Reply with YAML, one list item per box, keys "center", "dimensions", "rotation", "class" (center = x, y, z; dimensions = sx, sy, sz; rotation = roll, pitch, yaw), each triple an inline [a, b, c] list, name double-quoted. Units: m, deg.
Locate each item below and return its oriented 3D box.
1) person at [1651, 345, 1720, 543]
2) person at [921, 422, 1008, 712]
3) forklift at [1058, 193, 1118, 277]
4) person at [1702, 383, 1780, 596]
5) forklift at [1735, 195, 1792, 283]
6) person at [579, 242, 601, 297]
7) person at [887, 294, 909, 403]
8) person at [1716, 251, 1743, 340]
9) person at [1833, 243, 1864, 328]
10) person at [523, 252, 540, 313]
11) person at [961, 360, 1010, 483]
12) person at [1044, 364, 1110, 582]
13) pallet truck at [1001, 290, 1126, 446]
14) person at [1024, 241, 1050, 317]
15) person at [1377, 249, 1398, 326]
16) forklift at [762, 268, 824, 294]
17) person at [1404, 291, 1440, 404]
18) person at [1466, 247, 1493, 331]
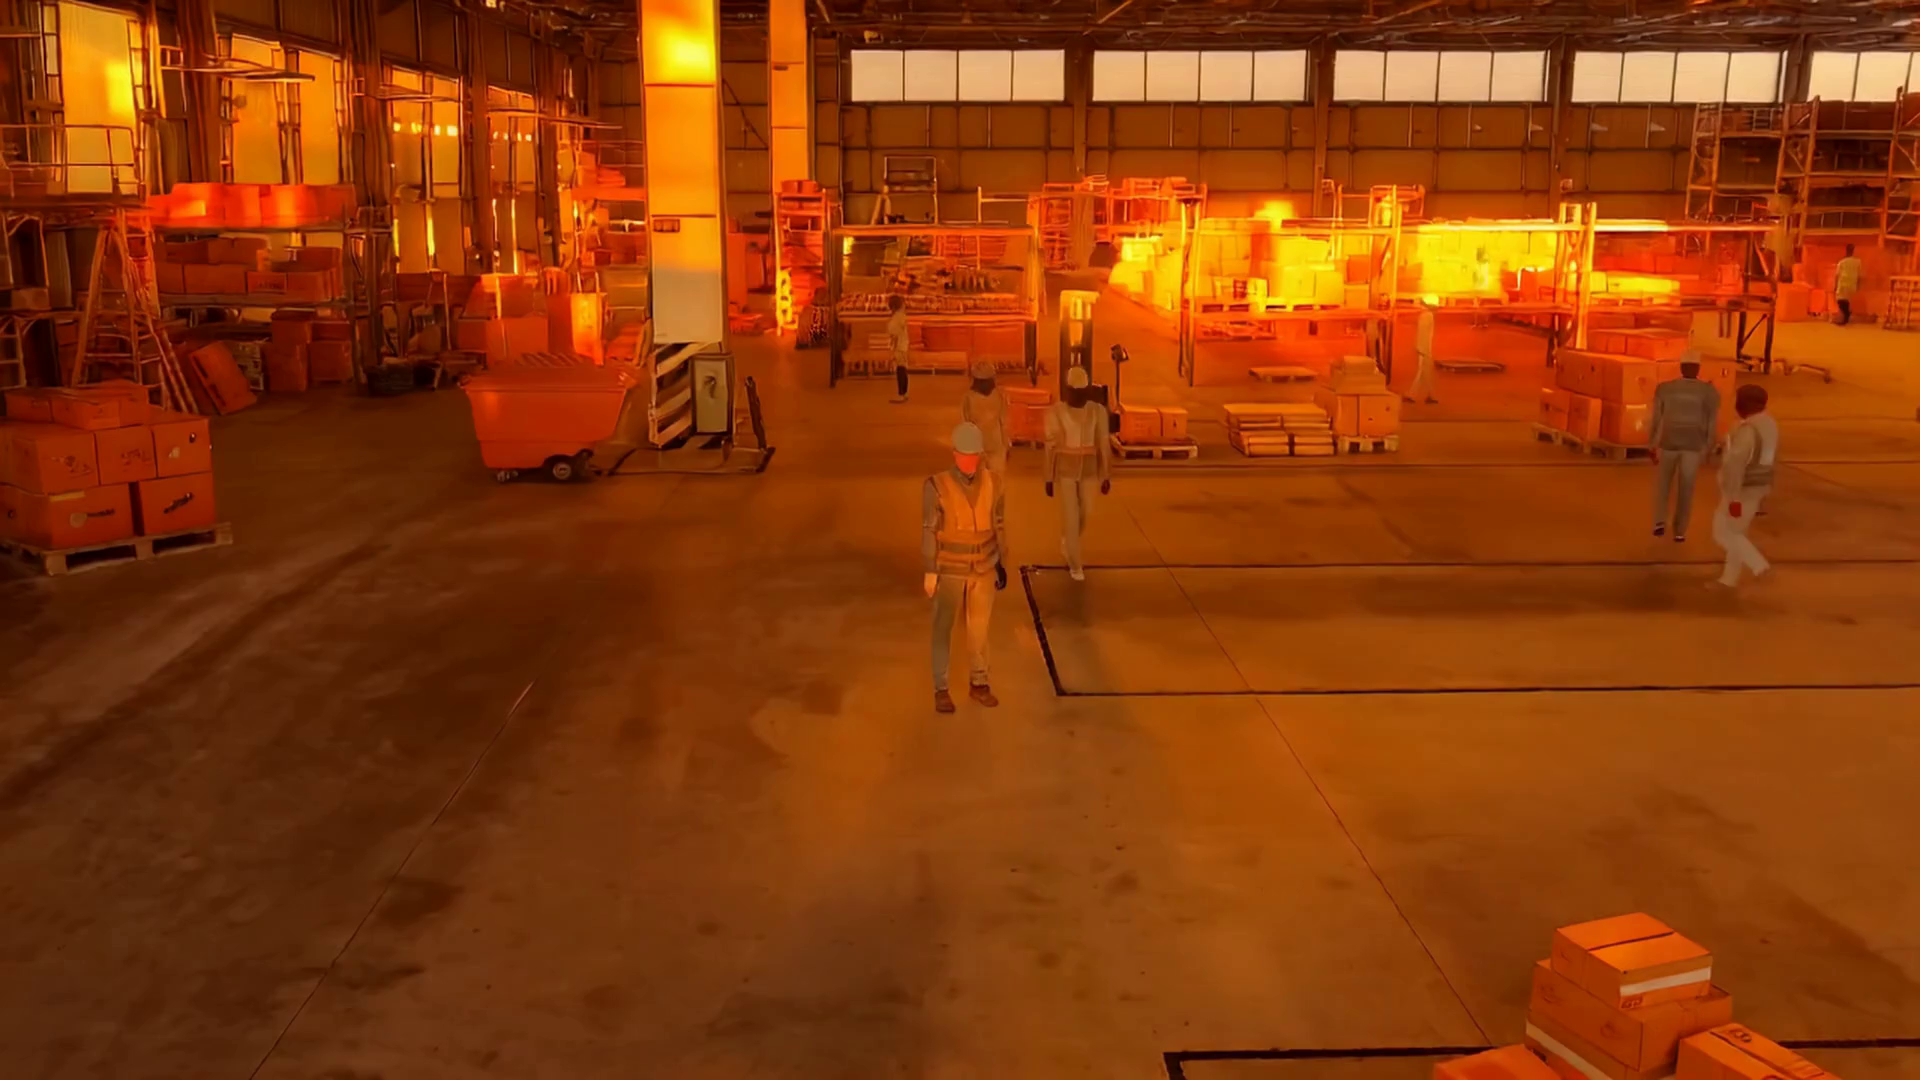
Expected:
- center: [7.031, -0.933, 16.171]
  dimensions: [0.590, 1.904, 0.634]
  rotation: [7, 14, 28]
  class: "person"
- center: [0.038, 0.173, 11.062]
  dimensions: [0.617, 1.946, 0.397]
  rotation: [-6, 14, -24]
  class: "person"
- center: [4.400, -10.441, 56.861]
  dimensions: [1.873, 2.768, 1.129]
  rotation: [-2, 13, -8]
  class: "forklift"
- center: [6.609, -0.395, 13.914]
  dimensions: [0.631, 1.826, 0.604]
  rotation: [-10, 16, -39]
  class: "person"
- center: [26.076, -9.671, 53.385]
  dimensions: [1.873, 2.768, 1.129]
  rotation: [0, 12, 1]
  class: "forklift"
- center: [-8.739, -6.055, 39.260]
  dimensions: [0.550, 1.907, 0.729]
  rotation: [1, 13, 2]
  class: "person"
- center: [-0.965, -2.970, 25.818]
  dimensions: [0.321, 1.699, 0.536]
  rotation: [2, 13, 9]
  class: "person"
- center: [16.544, -5.281, 35.840]
  dimensions: [0.536, 1.897, 0.921]
  rotation: [4, 13, 19]
  class: "person"
- center: [20.429, -5.848, 38.228]
  dimensions: [0.642, 1.950, 0.469]
  rotation: [-2, 13, -9]
  class: "person"
- center: [-10.452, -6.208, 40.604]
  dimensions: [0.517, 1.632, 0.311]
  rotation: [10, 16, 37]
  class: "person"
- center: [0.248, -0.937, 16.562]
  dimensions: [0.492, 1.730, 0.515]
  rotation: [-1, 13, -6]
  class: "person"
- center: [1.023, -0.633, 14.825]
  dimensions: [0.595, 1.903, 0.806]
  rotation: [-3, 13, -14]
  class: "person"
- center: [1.257, -2.299, 22.111]
  dimensions: [1.885, 1.965, 0.823]
  rotation: [-9, 15, -35]
  class: "pallet truck"
- center: [1.955, -6.471, 41.207]
  dimensions: [0.718, 1.881, 0.879]
  rotation: [-5, 13, -21]
  class: "person"
- center: [9.911, -5.889, 38.674]
  dimensions: [0.508, 1.841, 0.332]
  rotation: [4, 13, 16]
  class: "person"
- center: [-4.846, -8.616, 48.621]
  dimensions: [1.873, 2.768, 1.129]
  rotation: [0, 12, -2]
  class: "forklift"
- center: [7.213, -2.983, 25.802]
  dimensions: [0.444, 1.774, 0.536]
  rotation: [5, 13, 20]
  class: "person"
- center: [11.739, -5.656, 37.502]
  dimensions: [0.460, 1.899, 0.589]
  rotation: [-5, 14, -23]
  class: "person"
